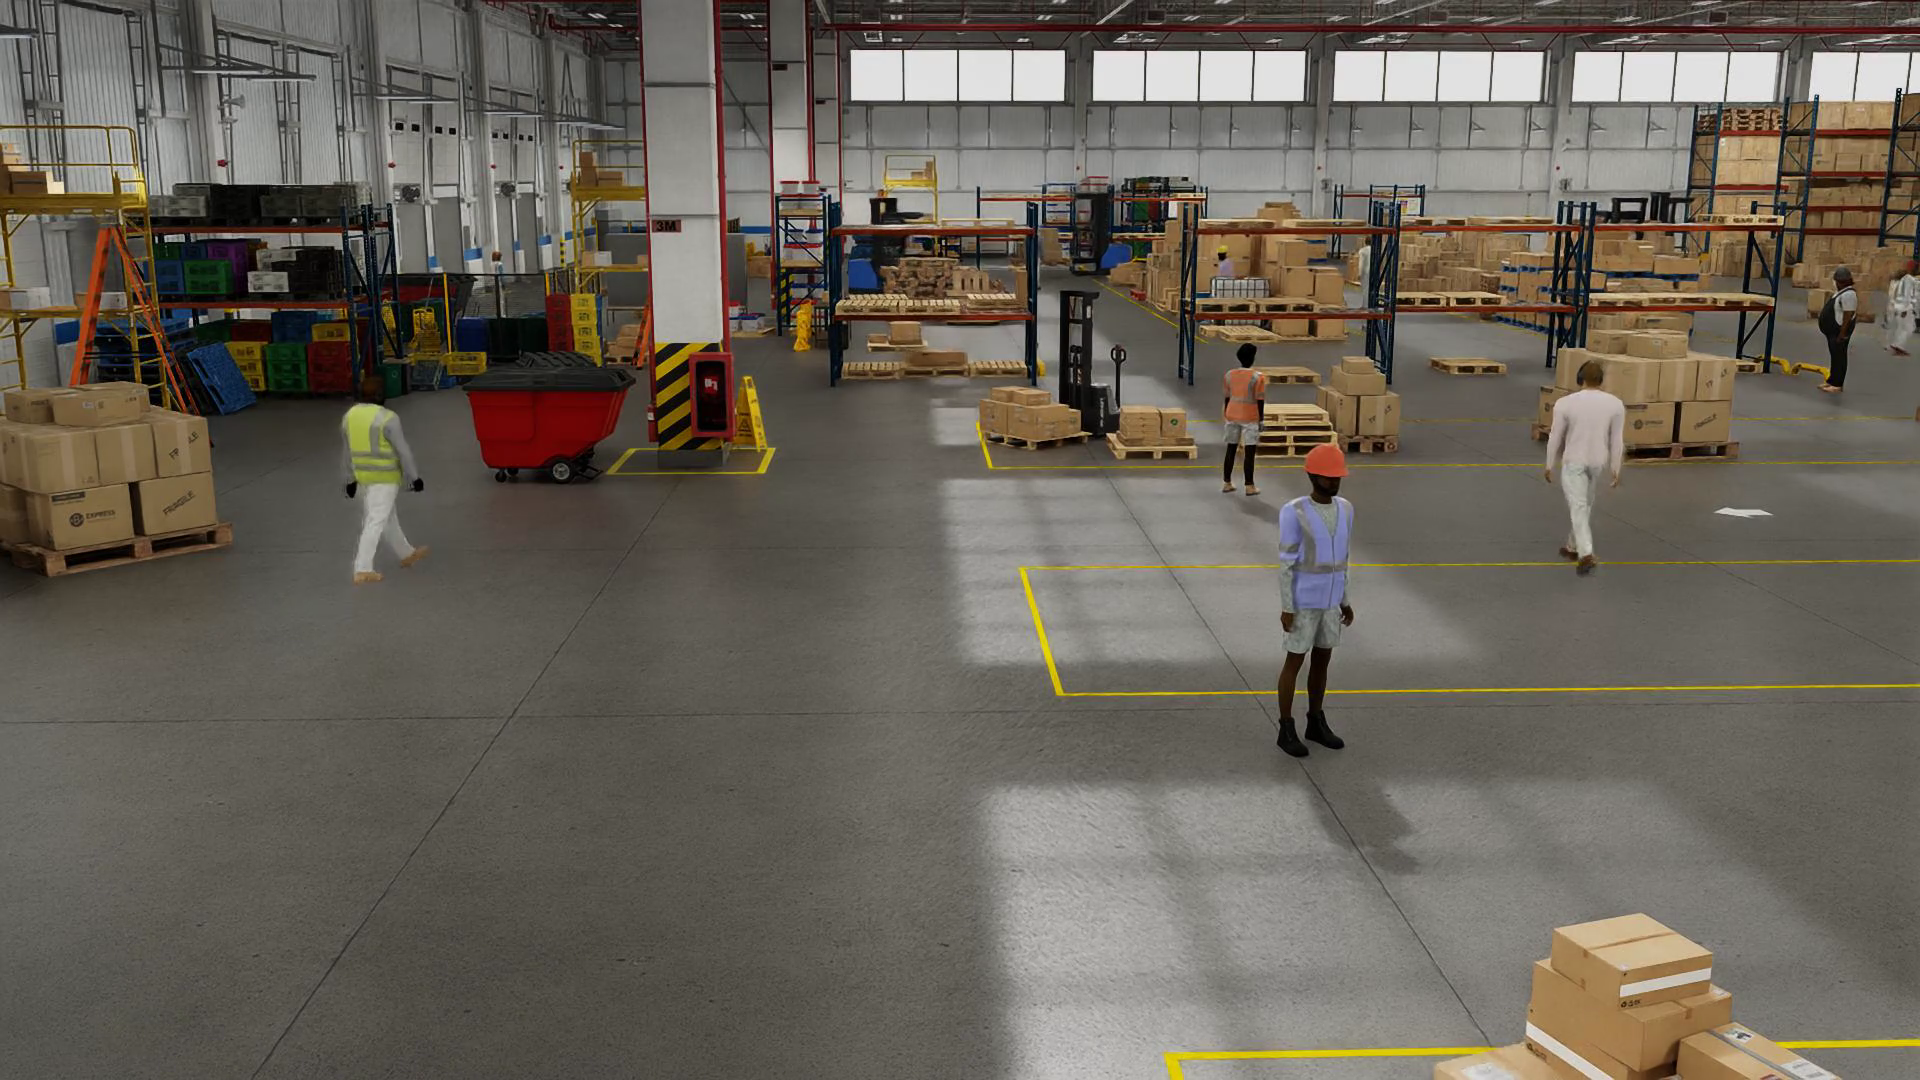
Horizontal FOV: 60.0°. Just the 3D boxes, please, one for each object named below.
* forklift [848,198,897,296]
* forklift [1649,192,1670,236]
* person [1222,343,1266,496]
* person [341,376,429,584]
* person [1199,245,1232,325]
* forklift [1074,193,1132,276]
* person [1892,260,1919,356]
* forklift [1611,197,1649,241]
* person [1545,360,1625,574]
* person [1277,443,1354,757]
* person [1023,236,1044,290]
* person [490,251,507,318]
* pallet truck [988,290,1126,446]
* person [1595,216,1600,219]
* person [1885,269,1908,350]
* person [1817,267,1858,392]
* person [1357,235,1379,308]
[{"bbox_3d":[-2.159,-8.229,46.877,1.873,2.768,1.129,8,15,31],"label":"forklift"},{"bbox_3d":[25.261,-11.204,60.308,1.873,2.768,1.129,0,12,-2],"label":"forklift"},{"bbox_3d":[3.152,-1.343,18.503,0.535,1.693,0.321,11,16,40],"label":"person"},{"bbox_3d":[-5.085,-0.549,14.692,0.629,1.793,0.972,8,15,31],"label":"person"},{"bbox_3d":[6.161,-5.955,38.934,1.041,1.868,0.605,0,12,-2],"label":"person"},{"bbox_3d":[4.906,-10.449,56.899,1.873,2.768,1.129,0,12,-2],"label":"forklift"},{"bbox_3d":[18.439,-4.491,32.339,0.470,1.858,0.621,4,13,16],"label":"person"},{"bbox_3d":[19.123,-8.413,47.708,1.129,2.768,1.873,0,12,-2],"label":"forklift"},{"bbox_3d":[5.632,-0.665,14.971,0.637,1.905,0.993,0,12,0],"label":"person"},{"bbox_3d":[2.201,0.362,10.231,0.542,1.939,0.361,-7,14,-28],"label":"person"},{"bbox_3d":[2.239,-8.551,50.474,0.633,1.940,0.368,3,13,13],"label":"person"},{"bbox_3d":[-11.359,-6.263,40.850,0.312,1.633,0.520,-12,17,-42],"label":"person"},{"bbox_3d":[1.257,-2.299,22.111,1.885,1.965,0.823,-9,15,-35],"label":"pallet truck"},{"bbox_3d":[24.180,-11.334,63.134,0.553,1.903,0.903,5,13,20],"label":"person"},{"bbox_3d":[18.832,-4.601,33.328,0.421,1.621,0.536,5,13,21],"label":"person"},{"bbox_3d":[14.308,-3.439,27.158,0.537,2.000,0.674,4,13,18],"label":"person"},{"bbox_3d":[10.545,-6.881,42.933,0.628,1.940,0.378,-4,13,-18],"label":"person"}]
